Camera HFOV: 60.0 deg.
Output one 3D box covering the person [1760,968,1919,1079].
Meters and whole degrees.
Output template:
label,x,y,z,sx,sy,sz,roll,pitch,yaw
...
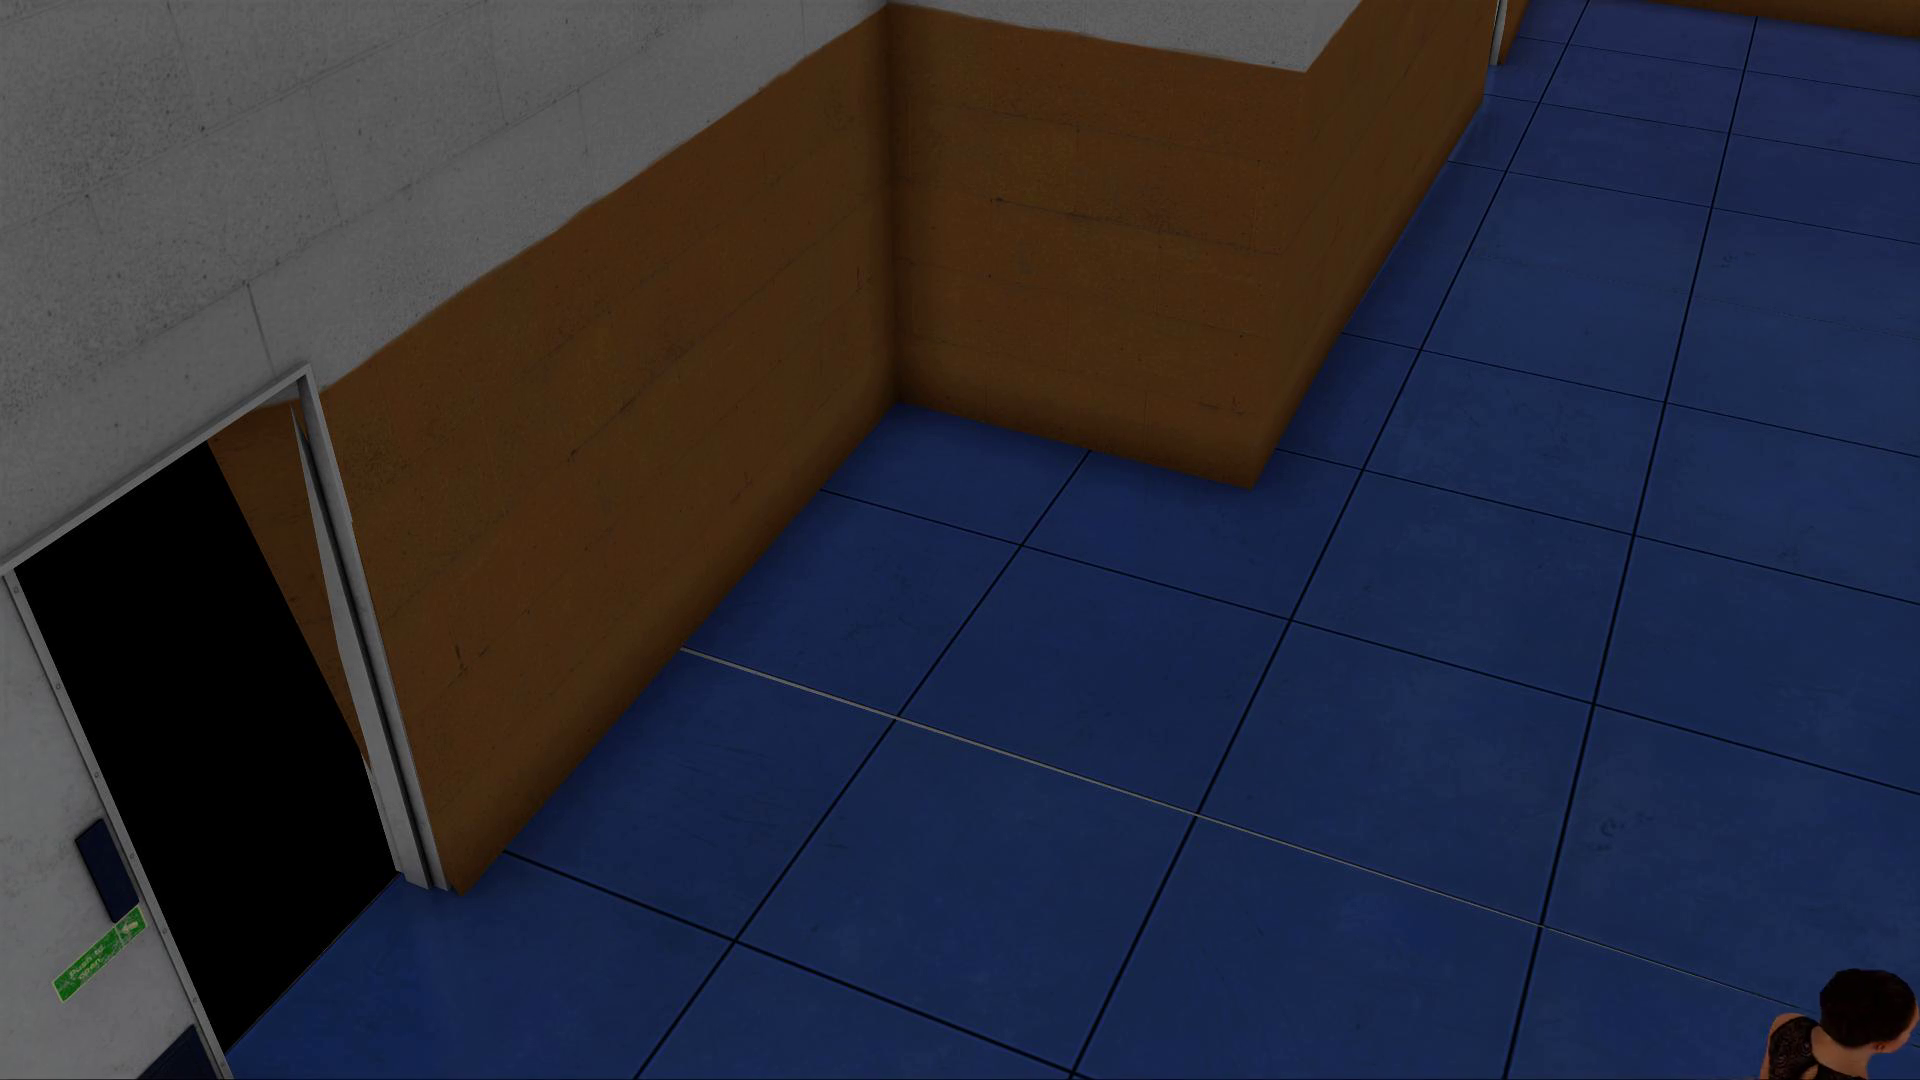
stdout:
label,x,y,z,sx,sy,sz,roll,pitch,yaw
person,2.079,1.717,4.383,0.809,1.665,0.745,-7,38,-10
